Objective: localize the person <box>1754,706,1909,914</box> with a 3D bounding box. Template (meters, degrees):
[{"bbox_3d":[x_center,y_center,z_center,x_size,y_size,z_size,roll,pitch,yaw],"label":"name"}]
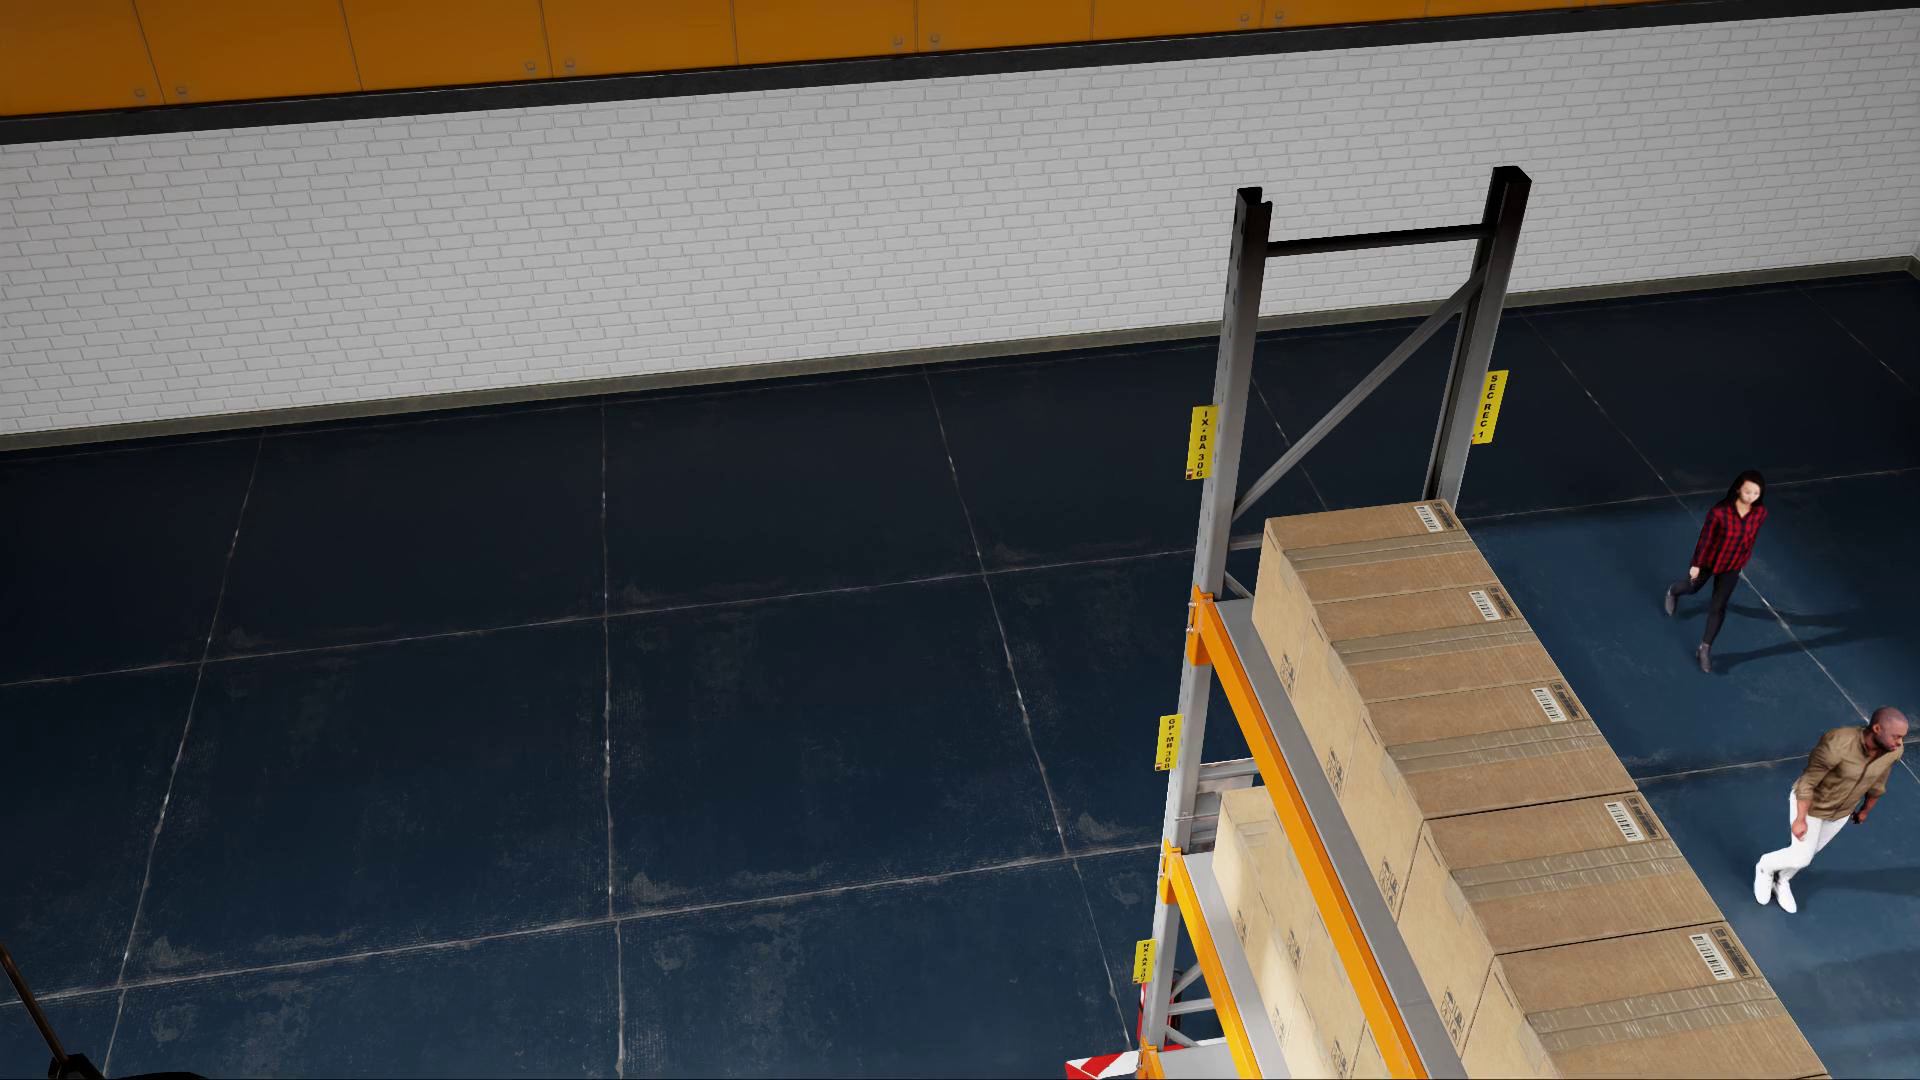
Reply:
[{"bbox_3d":[5.290,1.586,10.272,0.758,1.799,0.651,-3,39,-4],"label":"person"}]

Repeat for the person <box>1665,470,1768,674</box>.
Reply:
[{"bbox_3d":[5.544,0.112,12.260,0.706,1.621,1.094,0,39,0],"label":"person"}]
